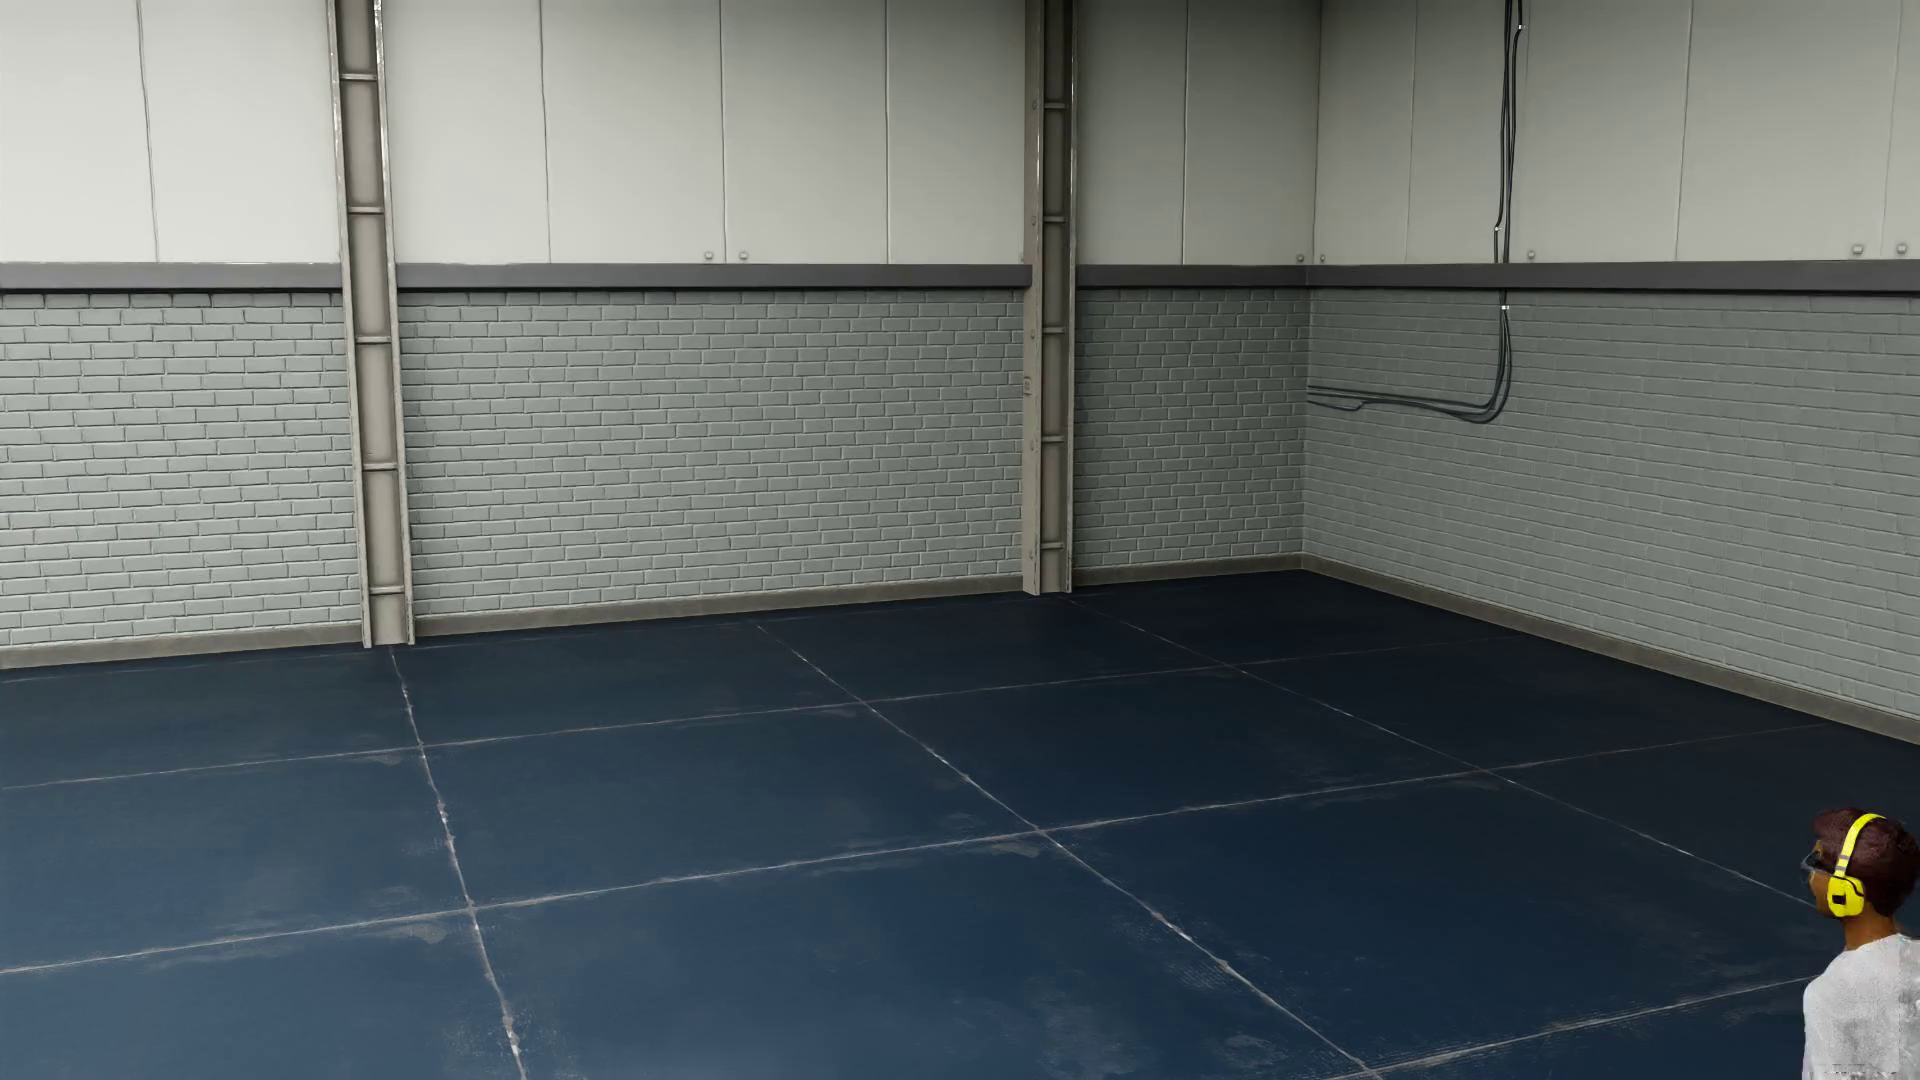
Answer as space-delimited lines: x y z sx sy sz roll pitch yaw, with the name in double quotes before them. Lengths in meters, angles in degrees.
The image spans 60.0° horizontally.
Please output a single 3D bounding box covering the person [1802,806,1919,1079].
"person" 2.131 1.523 3.845 0.520 1.830 0.951 -4 10 -23
